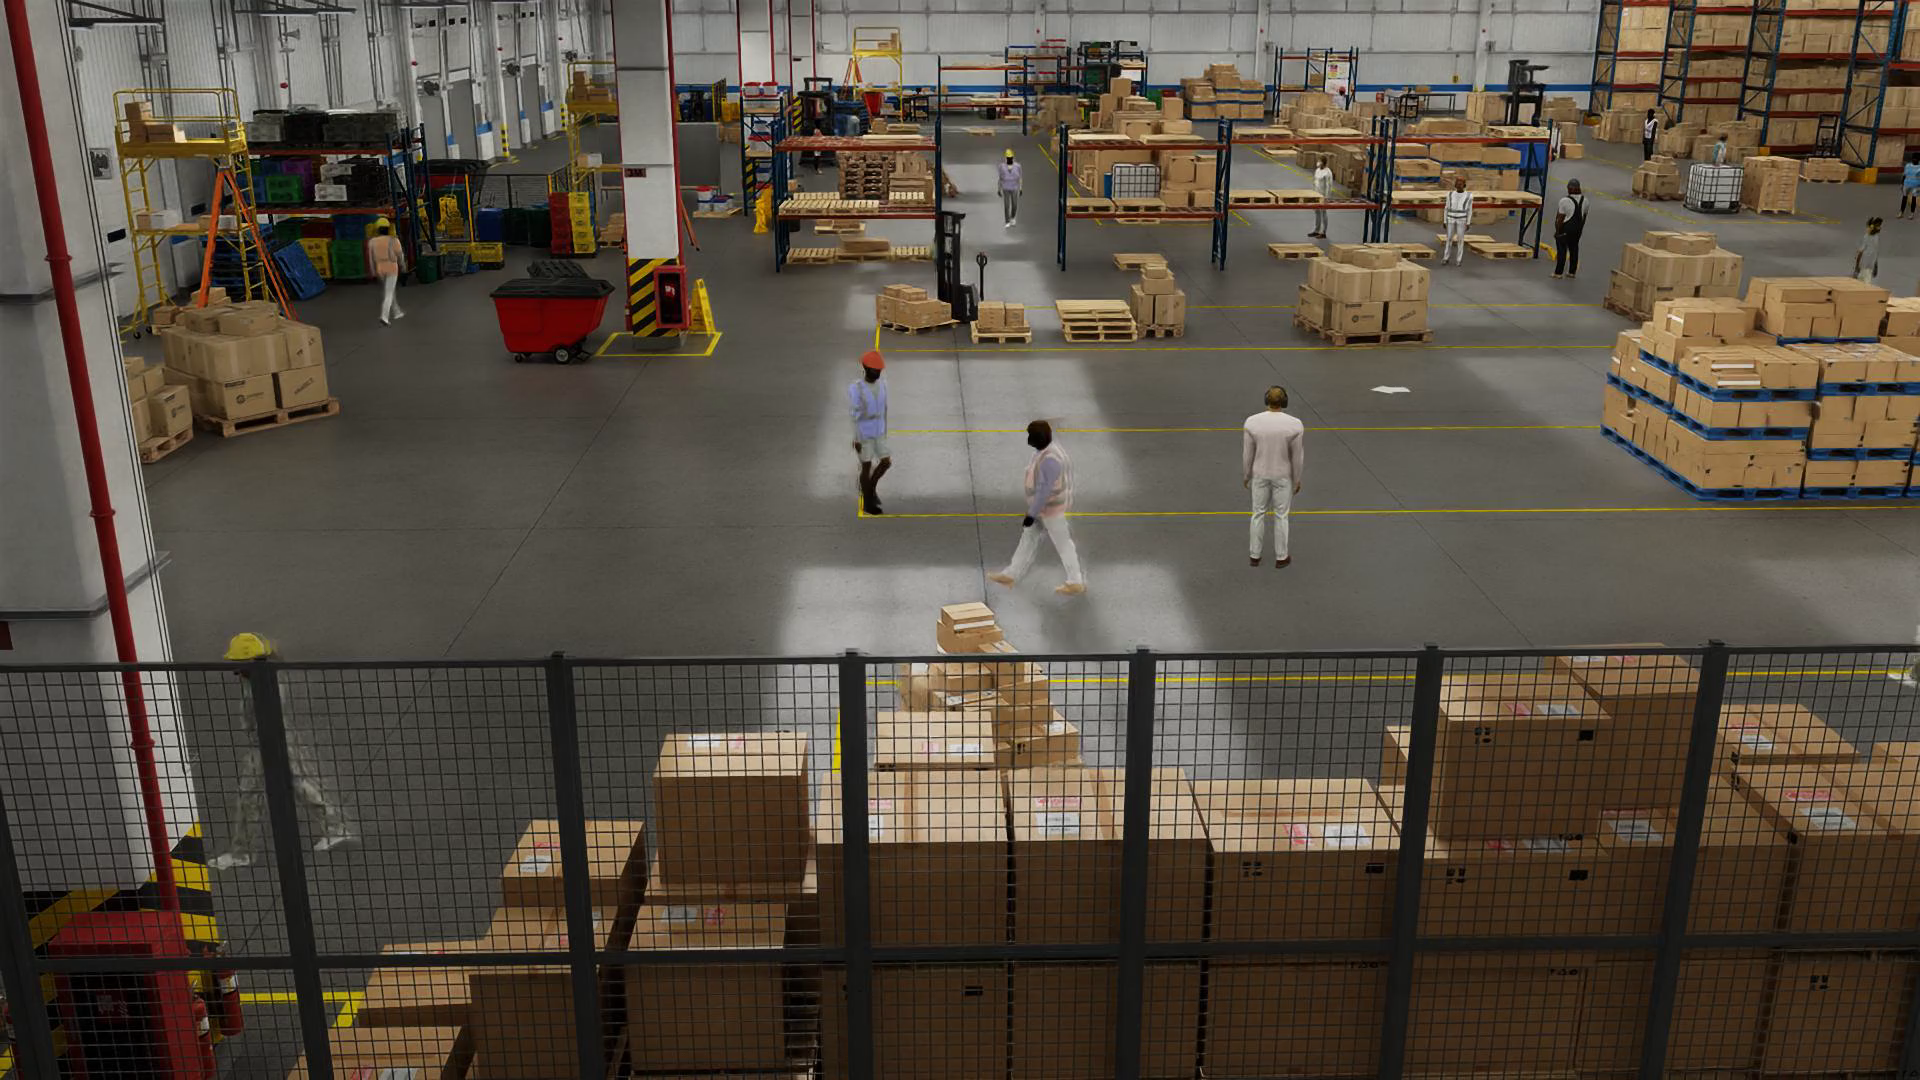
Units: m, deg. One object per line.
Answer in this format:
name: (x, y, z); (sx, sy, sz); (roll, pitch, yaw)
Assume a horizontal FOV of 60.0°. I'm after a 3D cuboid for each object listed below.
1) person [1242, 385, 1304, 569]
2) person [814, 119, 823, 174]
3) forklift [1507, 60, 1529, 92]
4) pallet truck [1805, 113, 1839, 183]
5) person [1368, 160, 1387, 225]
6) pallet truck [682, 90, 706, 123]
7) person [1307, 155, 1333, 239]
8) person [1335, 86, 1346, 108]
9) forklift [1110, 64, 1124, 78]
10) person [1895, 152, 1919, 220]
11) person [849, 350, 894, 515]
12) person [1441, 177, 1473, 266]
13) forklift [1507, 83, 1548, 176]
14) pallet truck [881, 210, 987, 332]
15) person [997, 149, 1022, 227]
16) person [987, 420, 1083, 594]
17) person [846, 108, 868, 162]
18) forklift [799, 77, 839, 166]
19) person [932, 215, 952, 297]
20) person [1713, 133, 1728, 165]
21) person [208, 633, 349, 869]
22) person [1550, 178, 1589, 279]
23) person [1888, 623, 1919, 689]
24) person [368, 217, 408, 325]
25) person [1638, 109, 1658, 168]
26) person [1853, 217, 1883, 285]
person: (3.238, -0.654, 17.262); (0.627, 1.941, 0.371); (7, 20, 19)
person: (-4.489, -12.417, 52.530); (0.321, 1.696, 0.537); (-2, 19, -6)
forklift: (22.288, -17.832, 66.770); (1.129, 2.768, 1.873); (-16, 24, -39)
pallet truck: (26.403, -11.957, 50.702); (0.823, 1.965, 1.885); (6, 19, 16)
person: (10.476, -8.713, 41.659); (0.442, 1.629, 0.554); (0, 19, -1)
pallet truck: (-9.671, -15.907, 62.421); (0.823, 1.965, 1.885); (5, 19, 15)
person: (8.571, -8.135, 39.456); (0.375, 1.940, 0.627); (-6, 20, -19)
person: (14.975, -16.802, 65.217); (0.848, 1.899, 0.568); (6, 19, 16)
forklift: (5.890, -16.579, 63.054); (1.873, 2.768, 1.129); (4, 19, 12)
person: (24.397, -9.079, 42.624); (0.322, 1.699, 0.535); (-14, 23, -35)
person: (-1.011, -1.230, 18.990); (0.557, 1.921, 0.415); (-16, 24, -39)
person: (10.643, -6.814, 35.623); (0.573, 1.883, 0.355); (10, 21, 27)
forklift: (17.631, -12.825, 51.917); (1.129, 2.768, 1.873); (-1, 19, -1)
pallet truck: (-0.493, -4.759, 29.349); (1.885, 1.965, 0.823); (-13, 23, -34)
person: (1.231, -8.712, 41.198); (0.619, 1.911, 0.425); (0, 19, 1)
person: (0.787, -0.314, 16.496); (0.981, 1.781, 0.626); (-3, 19, -8)
person: (-3.529, -13.240, 54.725); (1.099, 1.872, 0.639); (-10, 21, -27)
forklift: (-4.644, -13.871, 55.021); (1.129, 2.768, 1.873); (2, 19, 5)
person: (-0.293, -5.095, 30.609); (0.503, 1.827, 0.643); (-3, 19, -8)
person: (22.314, -11.097, 48.745); (0.709, 1.604, 0.539); (18, 25, 42)
person: (-4.760, 1.428, 11.455); (0.911, 1.701, 0.493); (-5, 19, -14)
person: (12.473, -6.395, 34.137); (0.689, 2.000, 0.539); (-6, 20, -17)
person: (8.445, 0.473, 14.068); (0.531, 1.841, 0.801); (-9, 21, -25)
person: (-10.240, -4.800, 29.659); (0.577, 1.879, 0.974); (3, 19, 10)
person: (22.390, -13.018, 53.988); (0.391, 1.912, 0.589); (-2, 19, -7)
person: (16.372, -4.941, 30.125); (0.529, 1.849, 0.794); (-13, 23, -34)
